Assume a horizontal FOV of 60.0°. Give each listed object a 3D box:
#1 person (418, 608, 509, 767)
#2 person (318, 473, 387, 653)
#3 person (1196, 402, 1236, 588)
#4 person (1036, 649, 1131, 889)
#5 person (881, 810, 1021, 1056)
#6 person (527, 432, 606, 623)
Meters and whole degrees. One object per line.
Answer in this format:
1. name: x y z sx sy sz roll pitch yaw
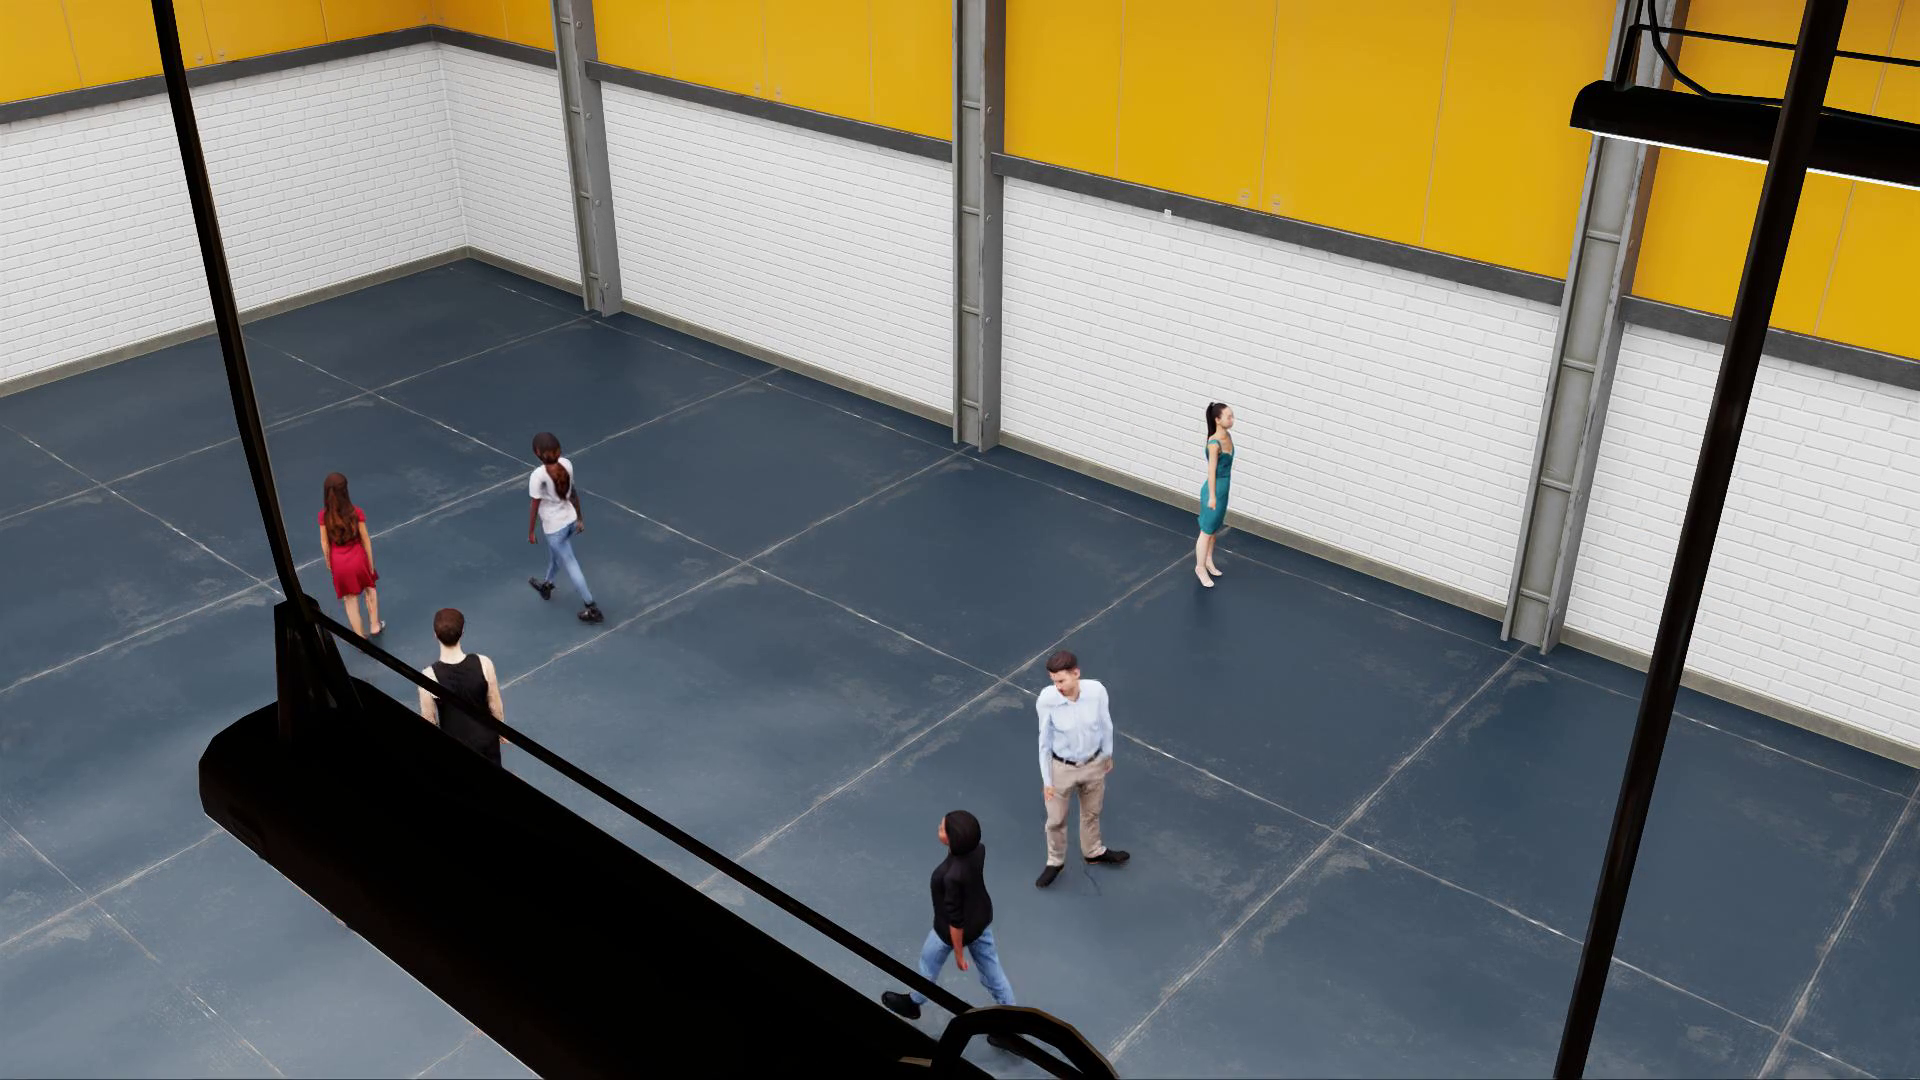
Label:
1. person: -3.234 1.348 10.990 0.885 1.878 0.982 -12 31 -21
2. person: -4.935 0.211 13.428 0.689 1.538 0.765 -10 30 -18
3. person: 2.211 -0.409 14.411 0.539 1.685 0.581 14 32 24
4. person: 0.805 1.451 10.862 0.889 1.820 0.845 -14 32 -25
5. person: 0.102 2.275 9.521 1.168 1.657 0.632 18 34 30
6. person: -3.249 -0.075 13.796 1.142 1.688 0.737 15 32 26
